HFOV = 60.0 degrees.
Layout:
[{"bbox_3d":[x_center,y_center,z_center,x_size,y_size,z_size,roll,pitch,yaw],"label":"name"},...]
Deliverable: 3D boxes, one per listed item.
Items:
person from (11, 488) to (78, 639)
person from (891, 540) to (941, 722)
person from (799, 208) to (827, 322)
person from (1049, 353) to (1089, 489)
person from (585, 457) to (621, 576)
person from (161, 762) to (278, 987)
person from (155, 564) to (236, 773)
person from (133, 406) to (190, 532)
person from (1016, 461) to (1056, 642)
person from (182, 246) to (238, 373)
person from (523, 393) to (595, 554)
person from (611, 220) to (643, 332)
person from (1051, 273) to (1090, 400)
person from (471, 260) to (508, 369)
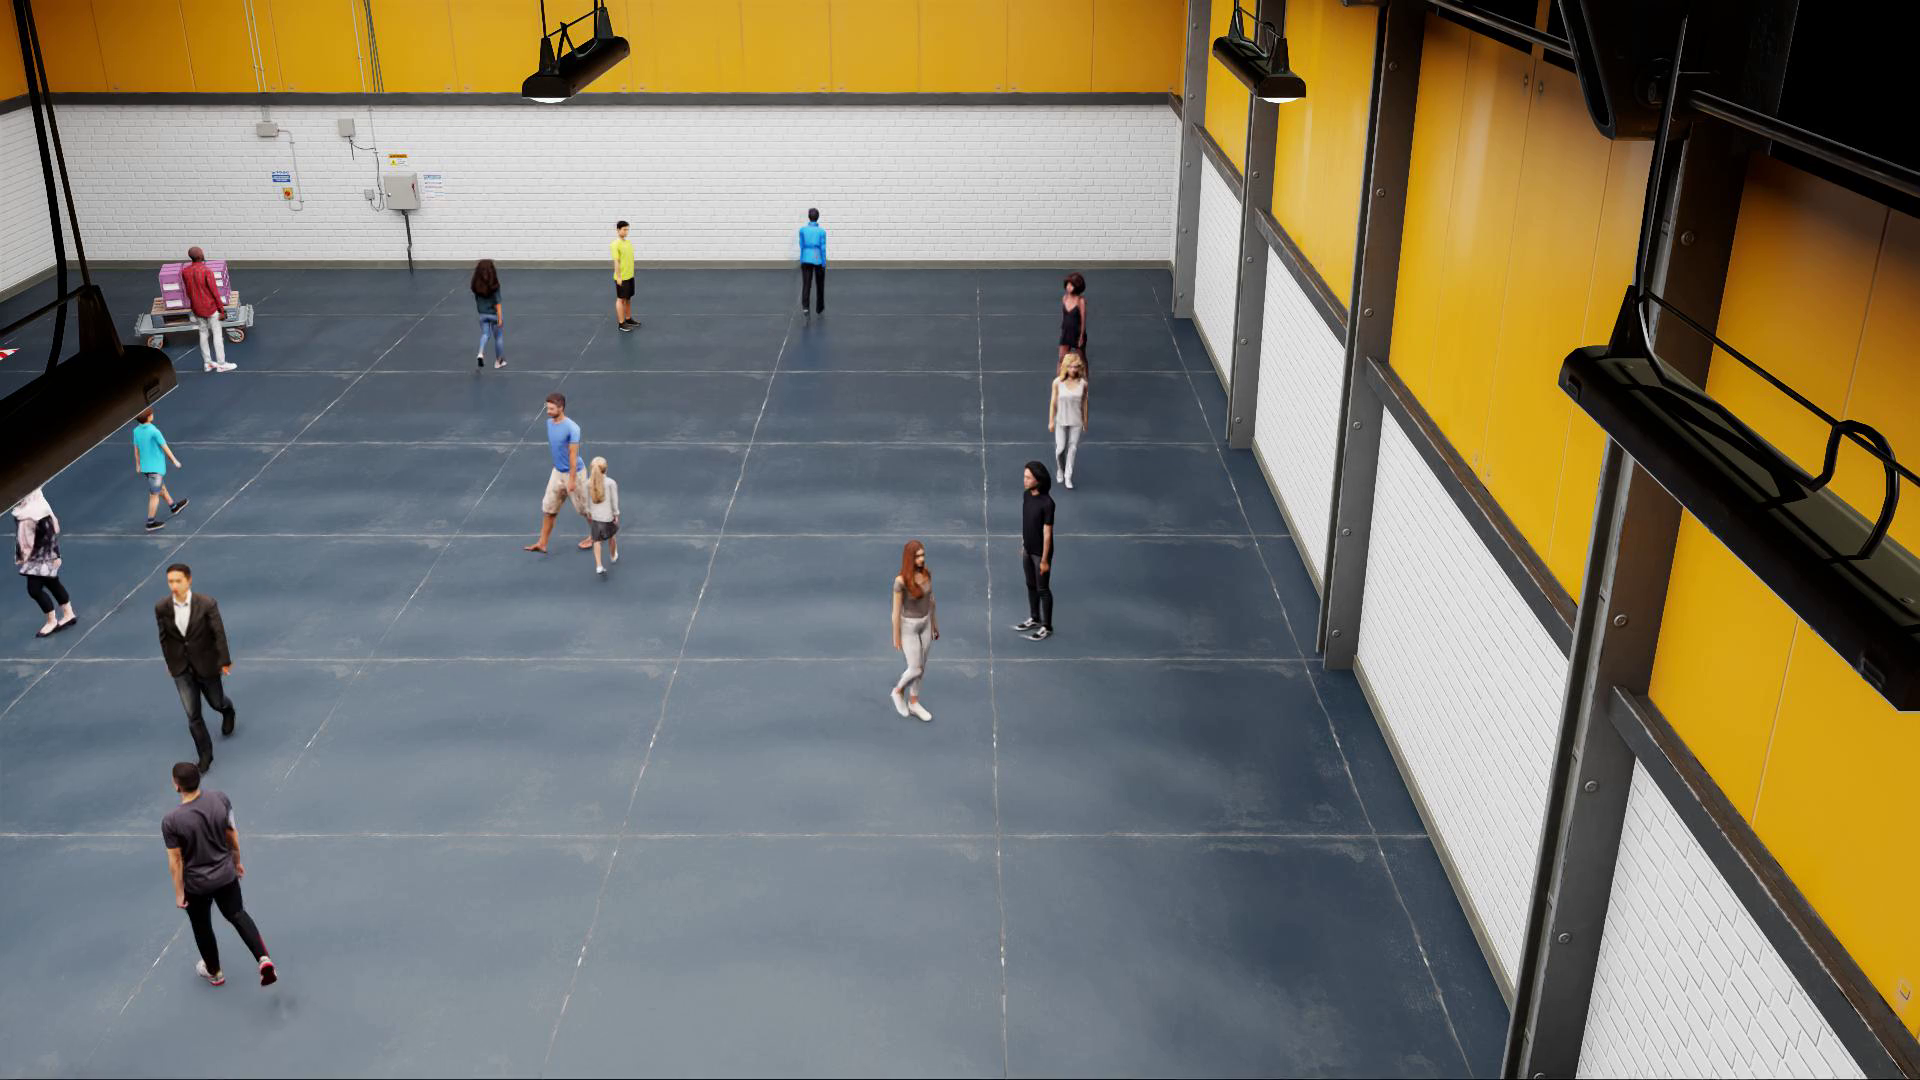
[{"bbox_3d":[-8.928,0.122,16.302,0.796,1.622,0.853,19,30,36],"label":"person"},{"bbox_3d":[-0.454,0.777,14.686,0.789,1.716,0.726,19,30,37],"label":"person"},{"bbox_3d":[-2.361,-4.353,26.352,0.685,1.771,1.122,2,24,5],"label":"person"},{"bbox_3d":[1.292,-1.449,19.844,0.638,1.663,0.627,-2,24,-4],"label":"person"},{"bbox_3d":[-3.790,-0.241,17.588,0.531,1.258,0.853,-1,24,-2],"label":"person"},{"bbox_3d":[-4.990,2.301,11.164,1.046,1.744,1.036,17,29,33],"label":"person"},{"bbox_3d":[-6.439,1.009,14.074,0.799,1.781,1.111,-4,24,-9],"label":"person"},{"bbox_3d":[-9.113,-0.799,18.668,0.781,1.415,1.005,11,26,23],"label":"person"},{"bbox_3d":[0.765,0.078,16.147,0.761,1.827,0.638,-12,27,-26],"label":"person"},{"bbox_3d":[-10.873,-3.339,23.973,0.725,1.819,0.656,6,24,14],"label":"person"},{"bbox_3d":[-4.169,-0.749,18.040,1.073,1.825,1.219,18,29,35],"label":"person"},{"bbox_3d":[-5.253,-4.145,25.958,0.750,1.706,0.599,8,25,18],"label":"person"},{"bbox_3d":[1.611,-2.786,22.805,0.959,1.742,1.137,15,28,31],"label":"person"},{"bbox_3d":[-6.820,-3.219,23.969,0.682,1.603,0.878,5,24,11],"label":"person"}]
